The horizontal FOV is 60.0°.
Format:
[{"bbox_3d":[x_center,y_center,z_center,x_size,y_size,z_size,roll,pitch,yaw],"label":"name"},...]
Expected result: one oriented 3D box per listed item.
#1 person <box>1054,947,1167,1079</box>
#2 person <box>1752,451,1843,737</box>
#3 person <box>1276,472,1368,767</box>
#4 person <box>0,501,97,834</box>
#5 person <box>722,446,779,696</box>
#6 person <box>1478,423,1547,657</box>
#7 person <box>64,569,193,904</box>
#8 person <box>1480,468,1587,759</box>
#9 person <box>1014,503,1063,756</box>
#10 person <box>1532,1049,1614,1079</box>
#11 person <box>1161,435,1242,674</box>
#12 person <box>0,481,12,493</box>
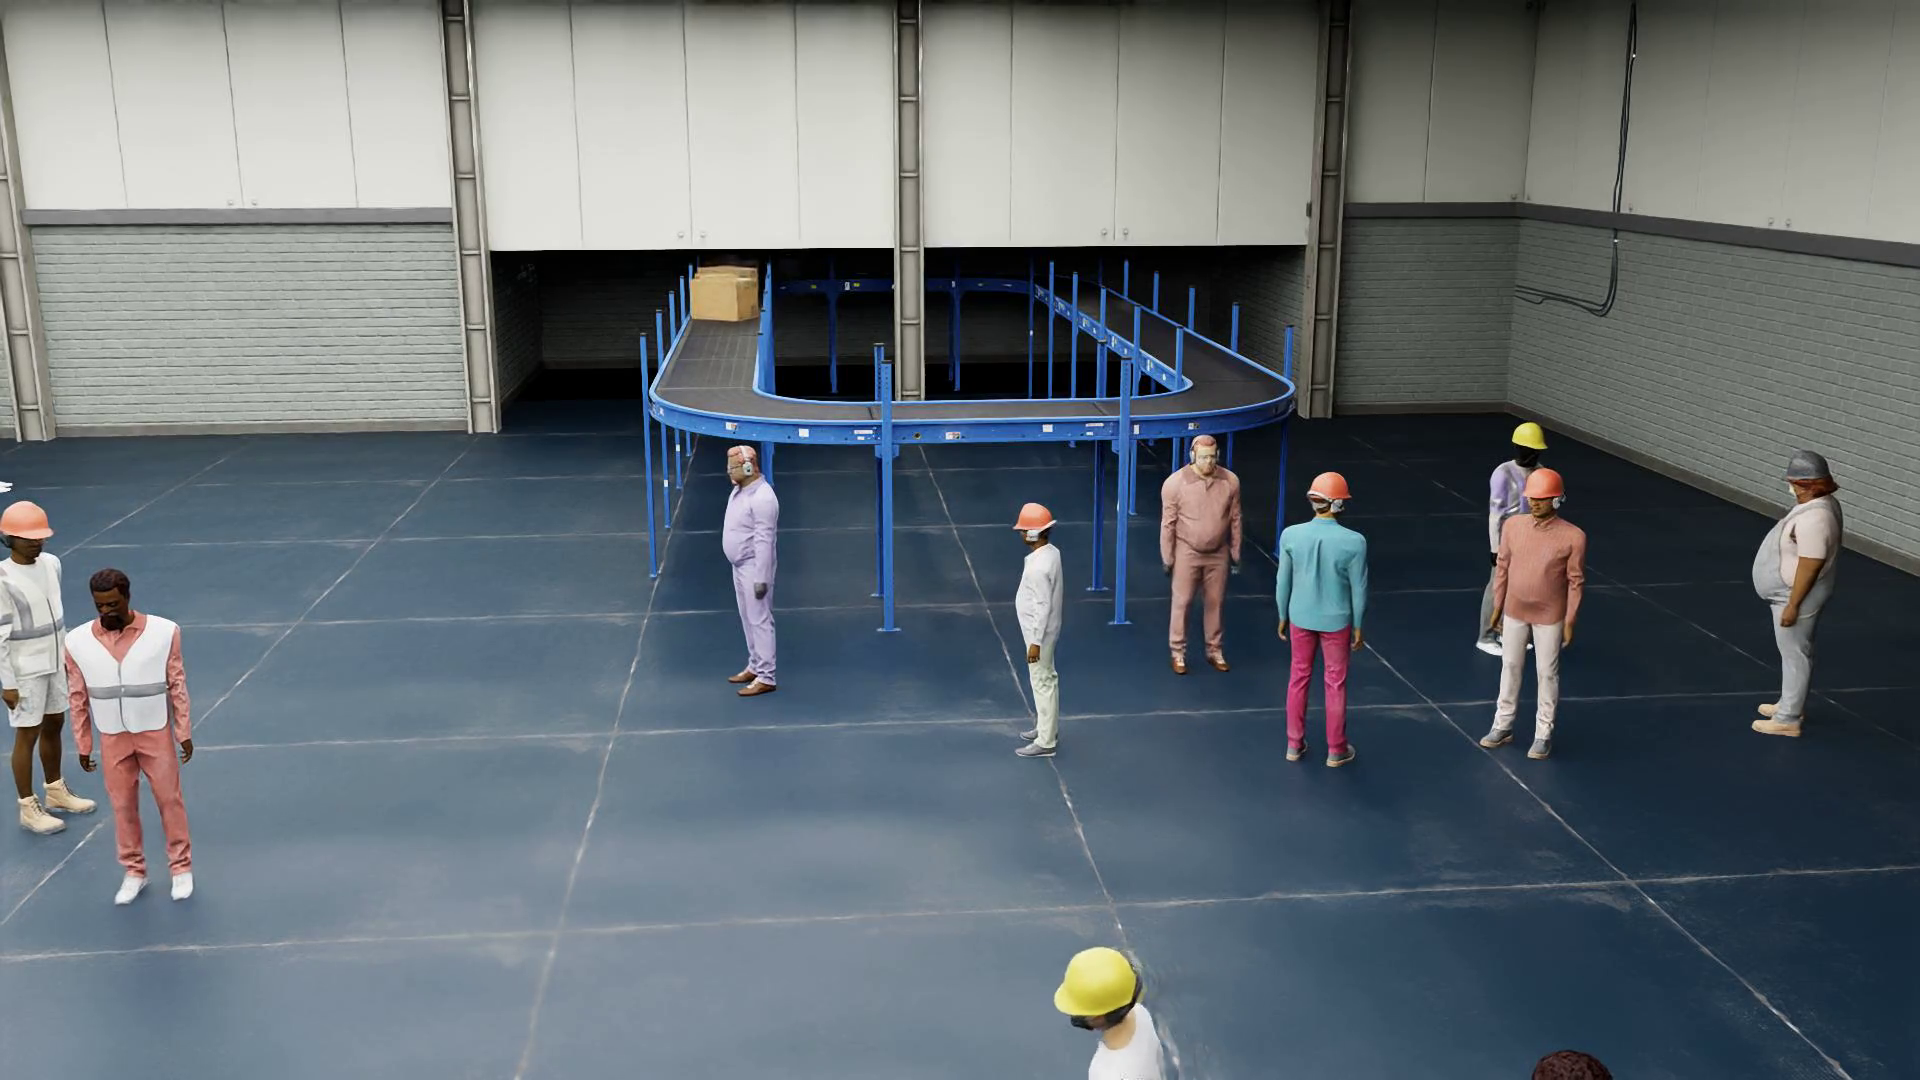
[{"bbox_3d":[0.597,2.096,5.473,0.901,1.706,0.567,2,14,9],"label":"person"},{"bbox_3d":[5.867,0.358,11.722,0.535,2.000,0.674,9,17,33],"label":"person"},{"bbox_3d":[2.422,0.530,11.137,0.611,1.989,0.392,8,16,29],"label":"person"},{"bbox_3d":[-5.590,0.759,10.118,0.392,2.040,0.611,2,14,9],"label":"person"},{"bbox_3d":[-1.594,0.218,12.584,0.400,1.897,0.646,-7,16,-25],"label":"person"},{"bbox_3d":[4.499,-0.008,13.449,0.580,1.918,0.401,-10,17,-34],"label":"person"},{"bbox_3d":[-4.556,1.067,9.168,0.597,1.908,0.407,-4,15,-16],"label":"person"},{"bbox_3d":[3.892,0.490,11.284,0.608,1.996,0.379,12,19,41],"label":"person"},{"bbox_3d":[0.522,0.605,11.320,0.338,1.747,0.573,2,14,9],"label":"person"},{"bbox_3d":[1.538,2.228,4.511,0.587,1.911,0.397,-7,16,-26],"label":"person"},{"bbox_3d":[1.890,0.111,13.000,0.651,1.901,0.402,-3,14,-12],"label":"person"},{"bbox_3d":[-11.405,-1.515,19.441,0.364,1.930,0.588,-6,15,-24],"label":"person"}]
